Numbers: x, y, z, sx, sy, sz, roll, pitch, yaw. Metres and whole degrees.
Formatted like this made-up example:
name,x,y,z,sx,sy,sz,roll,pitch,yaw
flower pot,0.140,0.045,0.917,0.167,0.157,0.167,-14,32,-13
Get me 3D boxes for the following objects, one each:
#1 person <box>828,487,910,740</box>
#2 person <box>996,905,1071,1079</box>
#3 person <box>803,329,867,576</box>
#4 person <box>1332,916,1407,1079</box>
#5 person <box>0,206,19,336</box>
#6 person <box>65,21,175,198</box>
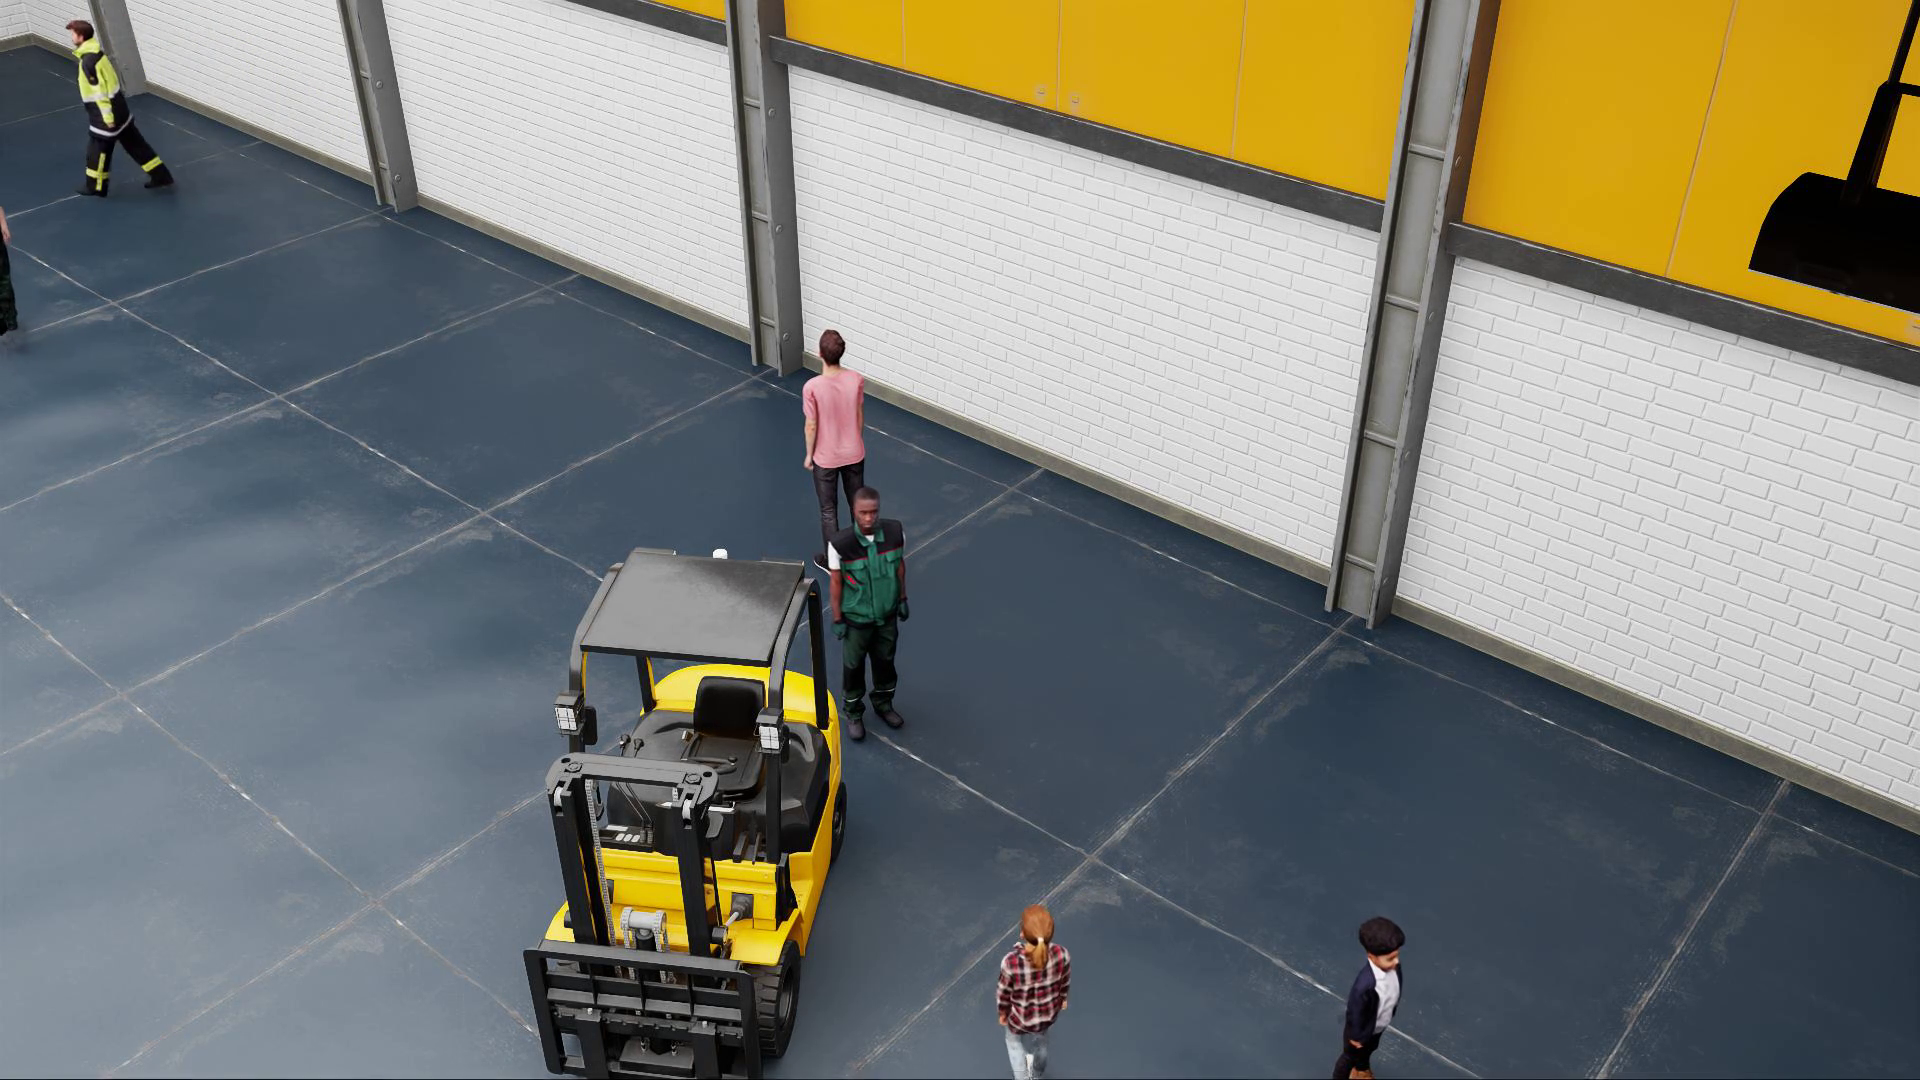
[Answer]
name,x,y,z,sx,sy,sz,roll,pitch,yaw
person,-0.577,0.446,10.616,0.772,1.838,0.743,-16,37,-22
person,0.382,2.352,8.237,0.727,1.297,0.798,-6,34,-9
person,-0.891,-0.629,12.125,0.694,1.959,0.679,-16,37,-23
person,2.040,2.349,8.307,0.525,1.224,0.514,-26,42,-34
person,-9.079,-2.766,15.405,0.845,1.885,1.038,-20,38,-27
person,-9.277,-4.714,18.293,1.302,1.933,1.323,-8,34,-11
